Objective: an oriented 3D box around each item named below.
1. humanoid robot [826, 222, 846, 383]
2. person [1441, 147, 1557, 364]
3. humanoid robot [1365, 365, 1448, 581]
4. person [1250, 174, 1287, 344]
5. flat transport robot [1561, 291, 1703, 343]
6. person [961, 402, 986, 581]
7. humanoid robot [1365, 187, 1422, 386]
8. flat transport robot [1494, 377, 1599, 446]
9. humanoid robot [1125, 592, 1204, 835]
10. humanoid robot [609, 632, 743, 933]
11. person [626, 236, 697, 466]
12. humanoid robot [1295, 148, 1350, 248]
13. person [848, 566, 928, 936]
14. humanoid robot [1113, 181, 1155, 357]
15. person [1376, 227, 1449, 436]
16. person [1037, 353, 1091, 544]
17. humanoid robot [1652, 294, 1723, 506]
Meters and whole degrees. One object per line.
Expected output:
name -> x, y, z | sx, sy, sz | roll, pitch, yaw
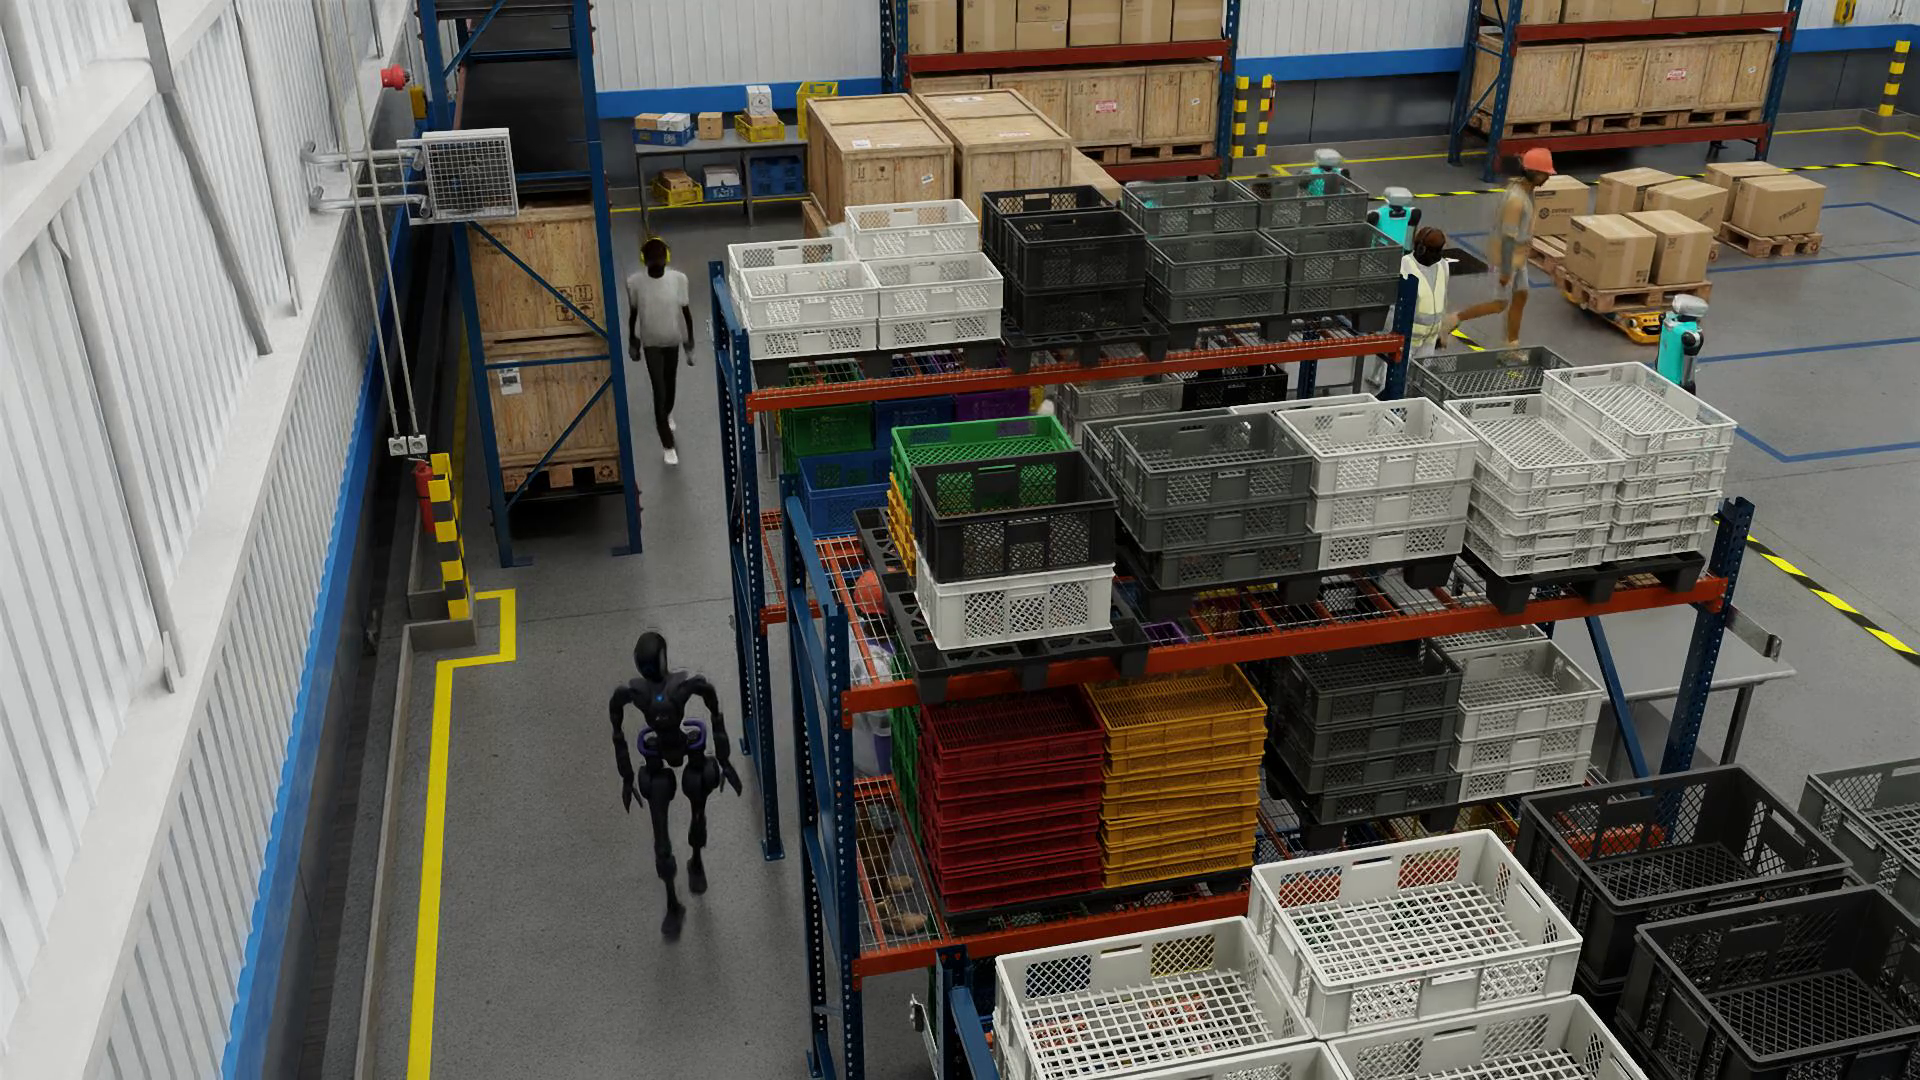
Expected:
humanoid robot -> -1.233, -1.683, 13.693 | 0.958, 1.770, 0.542 | -14, 31, -24
person -> 4.929, -2.585, 15.090 | 0.856, 2.007, 0.610 | 16, 32, 27
humanoid robot -> 3.074, -0.419, 11.369 | 0.736, 1.636, 0.609 | -14, 31, -25
person -> 2.730, -2.286, 14.645 | 0.486, 1.888, 0.619 | -7, 29, -13
flat transport robot -> 6.604, -2.296, 16.372 | 0.652, 0.197, 1.431 | -6, 28, -11
person -> 0.024, -0.228, 10.916 | 0.769, 1.722, 0.535 | 9, 29, 16
humanoid robot -> 3.807, -2.136, 14.532 | 0.545, 1.808, 0.671 | -9, 29, -16
flat transport robot -> 4.780, -1.036, 14.013 | 0.659, 0.231, 1.431 | -6, 28, -12
humanoid robot -> 1.073, 0.936, 8.762 | 0.443, 1.648, 0.608 | 4, 28, 8
humanoid robot -> -1.405, 1.172, 8.328 | 0.621, 1.637, 0.624 | -4, 28, -7
person -> -2.416, -1.612, 13.449 | 0.510, 1.816, 0.959 | -9, 29, -16
humanoid robot -> 3.532, -2.705, 15.617 | 0.554, 1.774, 0.958 | -10, 30, -19
person -> -0.365, 1.029, 8.193 | 0.371, 2.042, 0.613 | -6, 28, -11
humanoid robot -> 1.735, -2.331, 15.005 | 0.743, 1.891, 0.538 | -19, 33, -32
person -> 3.686, -1.652, 13.508 | 0.630, 1.835, 0.429 | -15, 31, -25
person -> 0.697, -0.396, 11.121 | 0.353, 1.838, 0.515 | 20, 34, 34
humanoid robot -> 5.414, -0.995, 12.215 | 0.735, 1.677, 0.533 | -1, 28, -2
